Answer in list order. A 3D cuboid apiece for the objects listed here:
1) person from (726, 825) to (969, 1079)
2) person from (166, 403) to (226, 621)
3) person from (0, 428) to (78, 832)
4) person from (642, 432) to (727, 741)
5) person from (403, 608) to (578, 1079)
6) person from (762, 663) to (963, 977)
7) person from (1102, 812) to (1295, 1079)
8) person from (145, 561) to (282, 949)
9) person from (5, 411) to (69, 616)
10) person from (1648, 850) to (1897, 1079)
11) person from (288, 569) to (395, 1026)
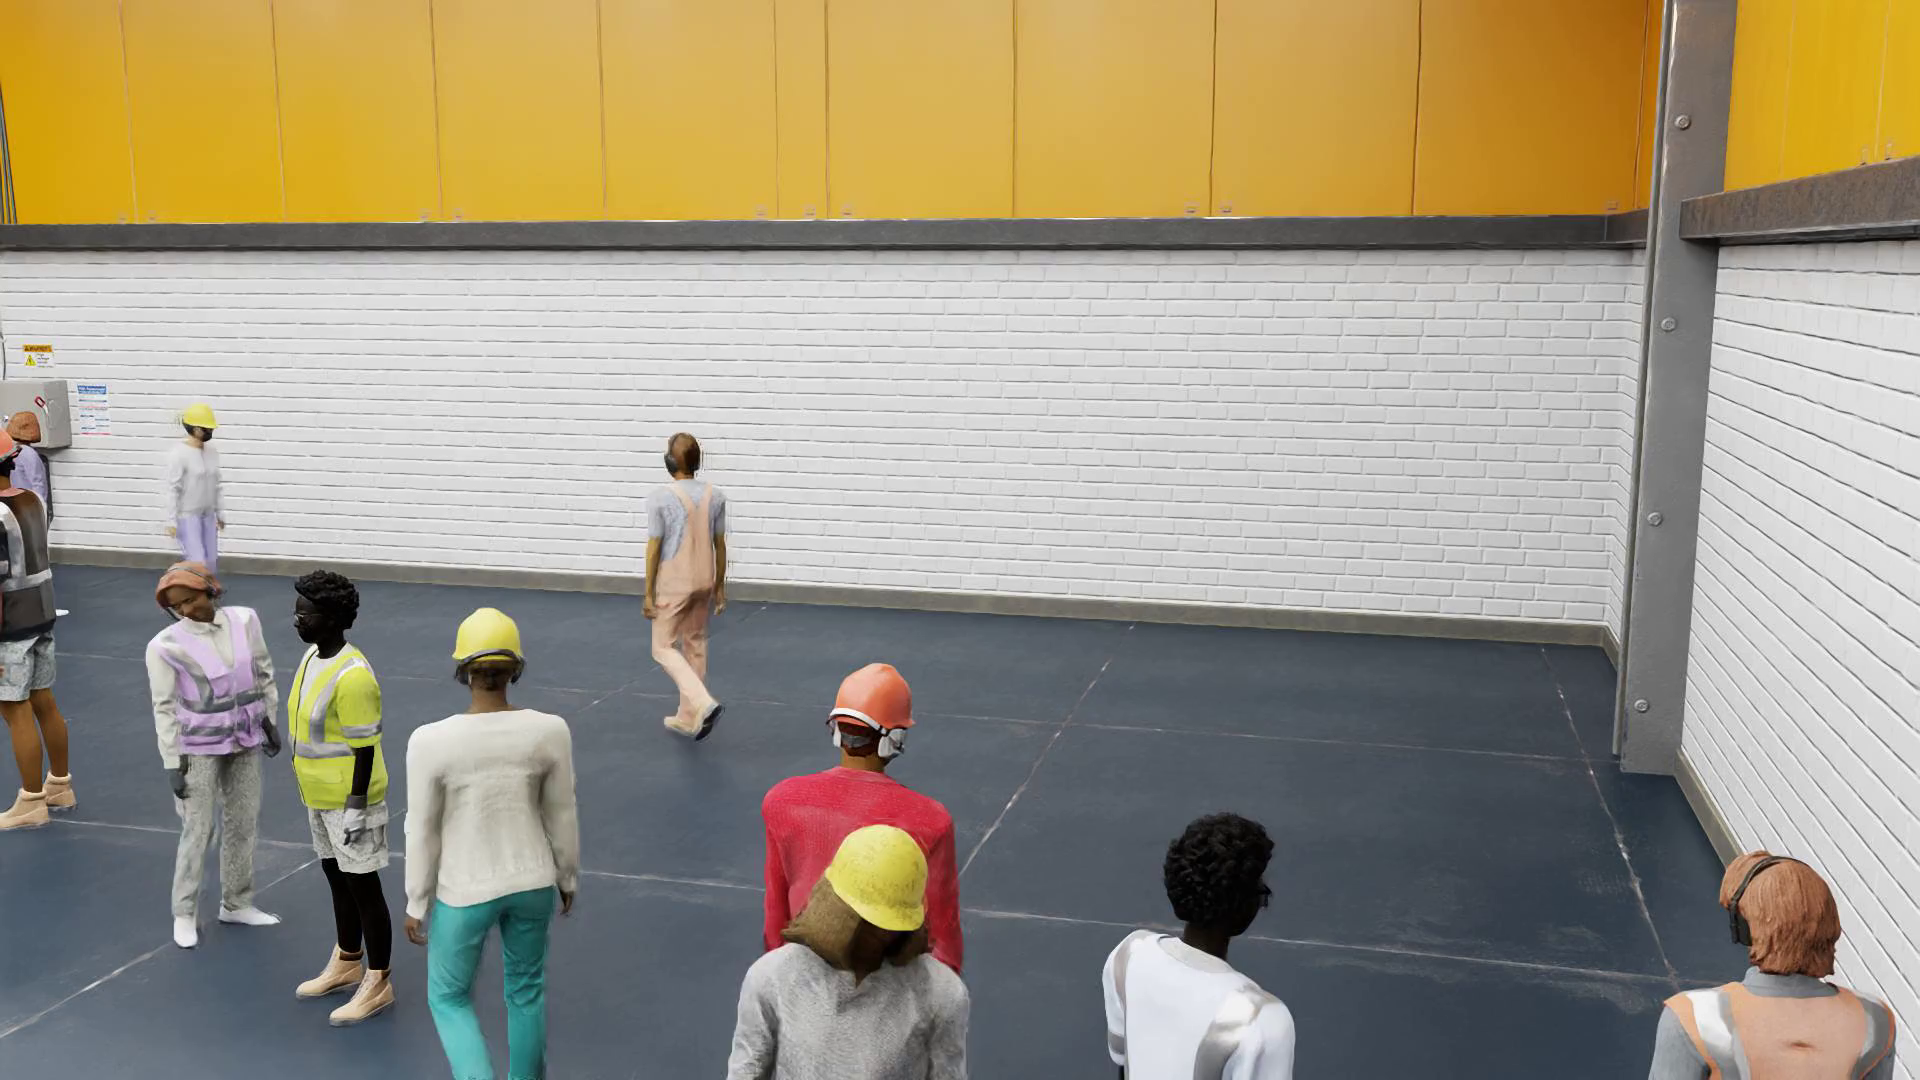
[{"bbox_3d":[-0.245,1.407,3.540,0.508,1.675,0.932,2,10,12],"label":"person"},{"bbox_3d":[-5.810,-0.176,12.660,0.465,1.741,0.555,2,10,12],"label":"person"},{"bbox_3d":[-4.727,0.431,8.259,0.409,2.037,0.608,-1,10,-4],"label":"person"},{"bbox_3d":[-1.576,0.288,9.692,0.524,1.834,0.615,-9,13,-41],"label":"person"},{"bbox_3d":[-1.472,1.082,5.239,0.565,1.751,0.436,-7,12,-35],"label":"person"},{"bbox_3d":[-0.263,1.198,4.614,0.577,1.737,0.355,3,10,16],"label":"person"},{"bbox_3d":[0.504,1.404,3.547,0.319,1.689,0.537,-6,12,-33],"label":"person"},{"bbox_3d":[-3.099,0.873,6.921,0.347,1.625,0.558,5,11,29],"label":"person"},{"bbox_3d":[-7.345,-0.203,13.160,0.498,1.634,0.278,8,13,40],"label":"person"},{"bbox_3d":[1.653,1.448,3.455,0.524,1.631,0.316,-1,10,-6],"label":"person"},{"bbox_3d":[-2.319,0.947,6.208,0.318,1.697,0.533,-8,13,-41],"label":"person"}]
